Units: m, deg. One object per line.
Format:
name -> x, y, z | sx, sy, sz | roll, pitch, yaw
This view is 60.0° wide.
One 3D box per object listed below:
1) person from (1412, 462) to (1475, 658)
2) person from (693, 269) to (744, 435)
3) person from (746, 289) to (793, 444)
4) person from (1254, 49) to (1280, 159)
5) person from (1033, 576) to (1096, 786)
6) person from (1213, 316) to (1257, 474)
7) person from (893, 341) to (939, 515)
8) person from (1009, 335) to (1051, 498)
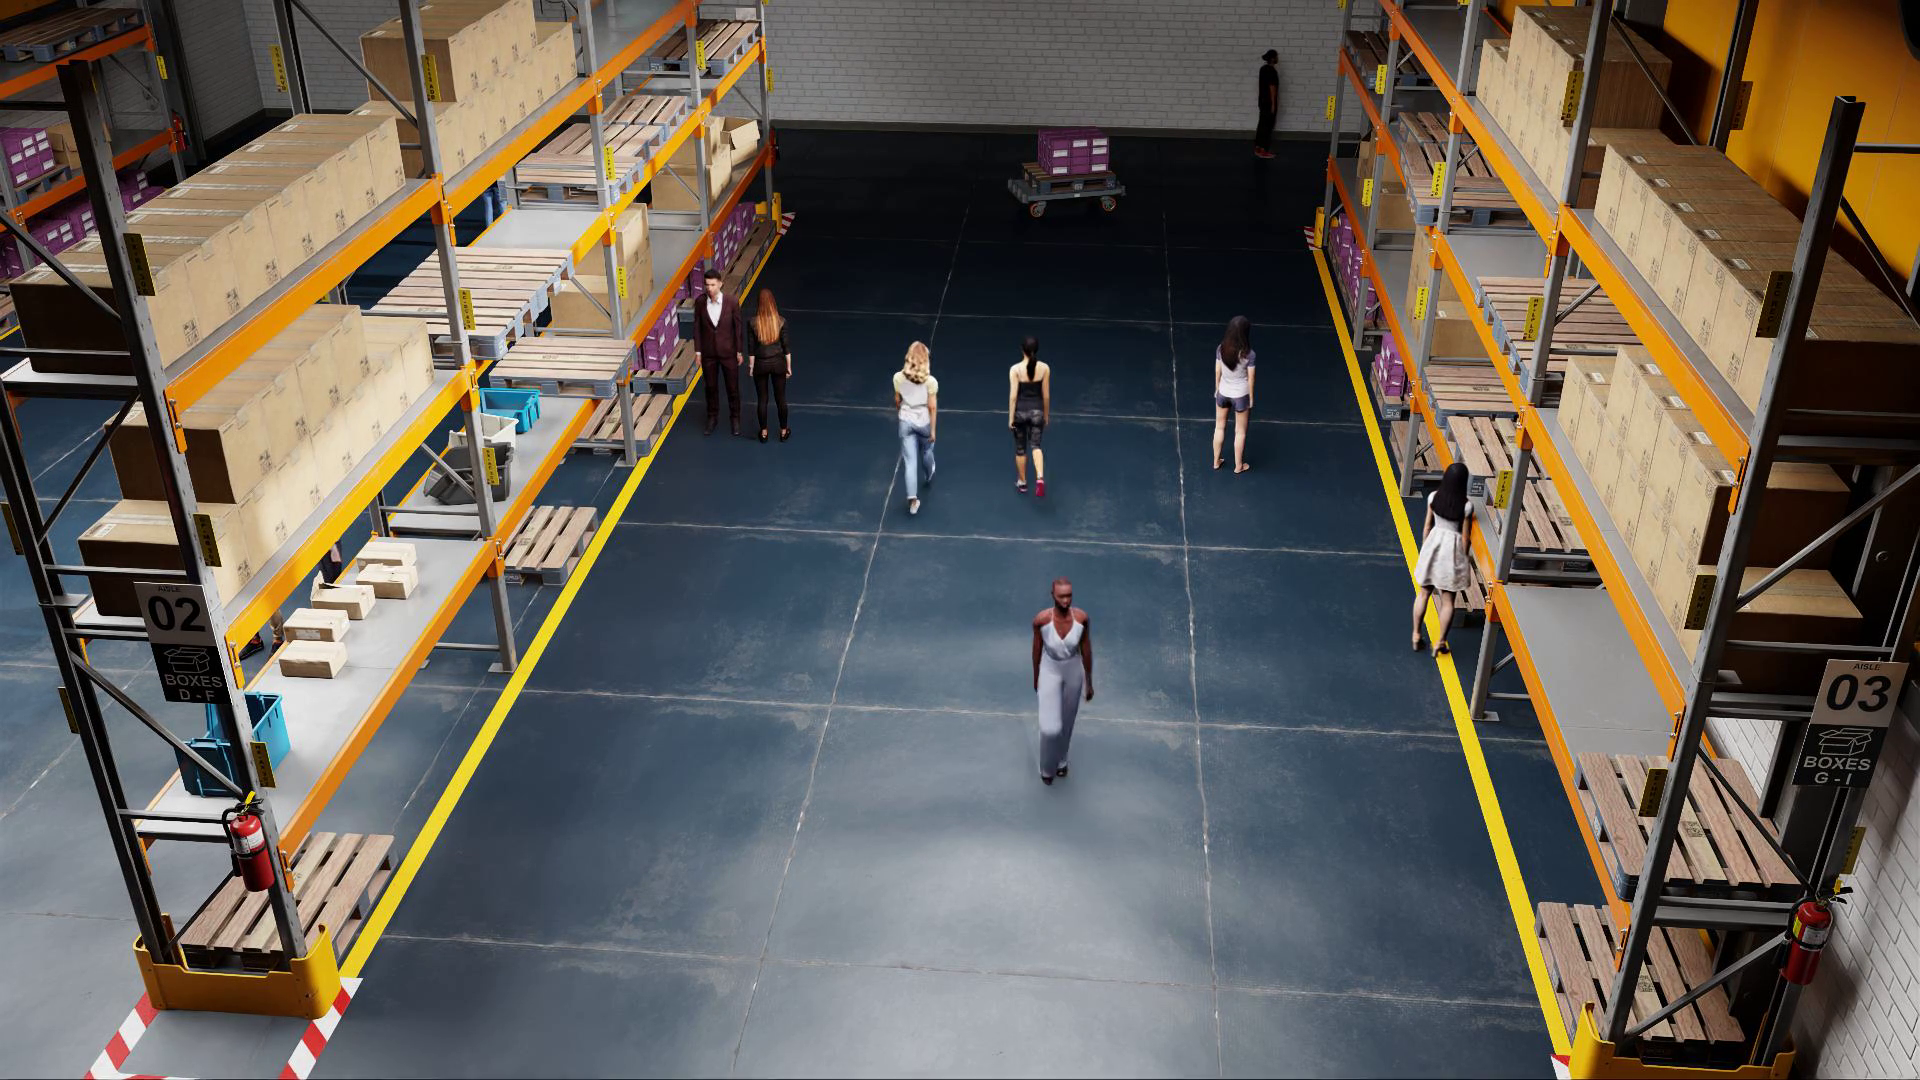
person -> 4.097, 0.159, 14.089 | 0.779, 1.769, 0.808 | 20, 34, 32
person -> -2.611, -2.052, 18.045 | 0.690, 1.864, 0.573 | 1, 29, 2
person -> -2.051, -1.867, 17.864 | 0.644, 1.712, 0.579 | -3, 29, -5
person -> 5.119, -7.293, 27.761 | 0.779, 1.759, 0.653 | -9, 30, -15
person -> 0.740, 1.014, 12.525 | 0.691, 1.768, 0.766 | -6, 29, -10
person -> 2.831, -1.517, 17.229 | 0.675, 1.706, 0.679 | 17, 33, 29
person -> -0.453, -1.058, 16.432 | 0.658, 1.663, 1.162 | 5, 29, 9
person -> 0.706, -1.192, 16.629 | 0.735, 1.710, 0.984 | -6, 29, -11
